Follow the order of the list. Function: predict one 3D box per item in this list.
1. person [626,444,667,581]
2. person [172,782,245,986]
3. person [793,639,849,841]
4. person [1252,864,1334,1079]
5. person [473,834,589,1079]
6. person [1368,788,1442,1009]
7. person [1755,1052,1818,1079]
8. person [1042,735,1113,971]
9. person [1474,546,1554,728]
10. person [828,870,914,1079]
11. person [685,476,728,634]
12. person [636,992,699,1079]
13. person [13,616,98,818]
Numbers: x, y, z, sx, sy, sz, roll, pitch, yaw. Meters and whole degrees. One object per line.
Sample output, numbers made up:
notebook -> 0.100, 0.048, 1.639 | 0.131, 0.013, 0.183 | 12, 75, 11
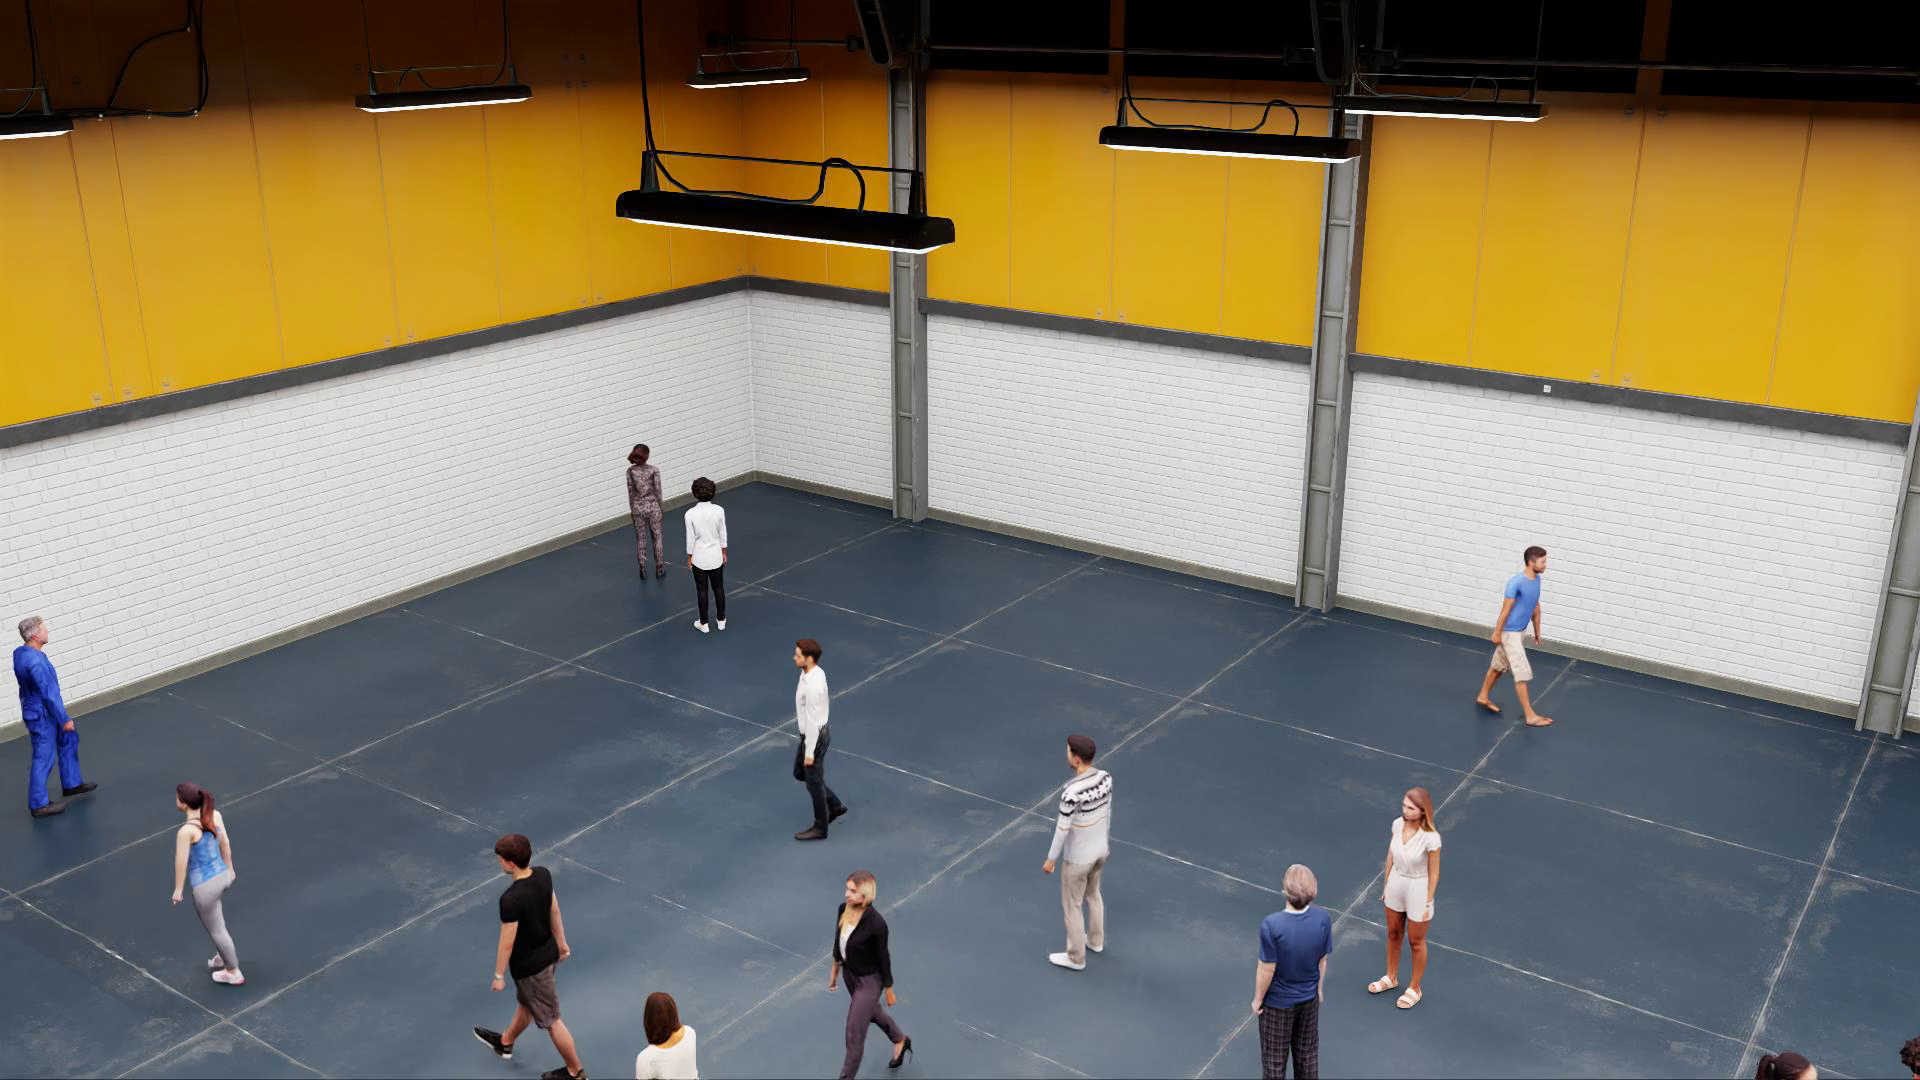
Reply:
person -> -3.868, -0.356, 20.486 | 0.635, 1.715, 0.721 | 0, 19, 0
person -> -5.421, 2.517, 12.145 | 0.725, 1.594, 0.681 | 3, 19, 10
person -> -1.160, 1.697, 14.161 | 0.901, 1.861, 0.846 | -2, 19, -6
person -> 2.105, 2.905, 10.561 | 0.730, 1.871, 0.768 | -5, 19, -14
person -> -2.717, 2.803, 10.944 | 1.240, 1.819, 0.969 | 5, 19, 14
person -> 3.232, 2.536, 11.930 | 0.696, 1.696, 0.589 | -13, 23, -34
person -> 4.444, 3.509, 9.134 | 0.619, 1.636, 0.661 | 15, 24, 37
person -> 0.934, 2.320, 12.321 | 0.669, 1.856, 0.741 | 16, 25, 40
person -> 5.426, 0.898, 16.596 | 0.800, 1.822, 1.204 | -16, 24, -39
person -> -0.561, 2.906, 10.946 | 0.845, 1.623, 1.040 | -15, 24, -38
person -> -2.858, 0.157, 18.816 | 0.727, 1.810, 0.744 | -8, 20, -23
person -> -1.612, 3.354, 9.537 | 0.614, 1.673, 0.662 | 17, 25, 41
person -> -8.153, 1.576, 14.608 | 0.935, 1.806, 0.881 | -12, 22, -32
